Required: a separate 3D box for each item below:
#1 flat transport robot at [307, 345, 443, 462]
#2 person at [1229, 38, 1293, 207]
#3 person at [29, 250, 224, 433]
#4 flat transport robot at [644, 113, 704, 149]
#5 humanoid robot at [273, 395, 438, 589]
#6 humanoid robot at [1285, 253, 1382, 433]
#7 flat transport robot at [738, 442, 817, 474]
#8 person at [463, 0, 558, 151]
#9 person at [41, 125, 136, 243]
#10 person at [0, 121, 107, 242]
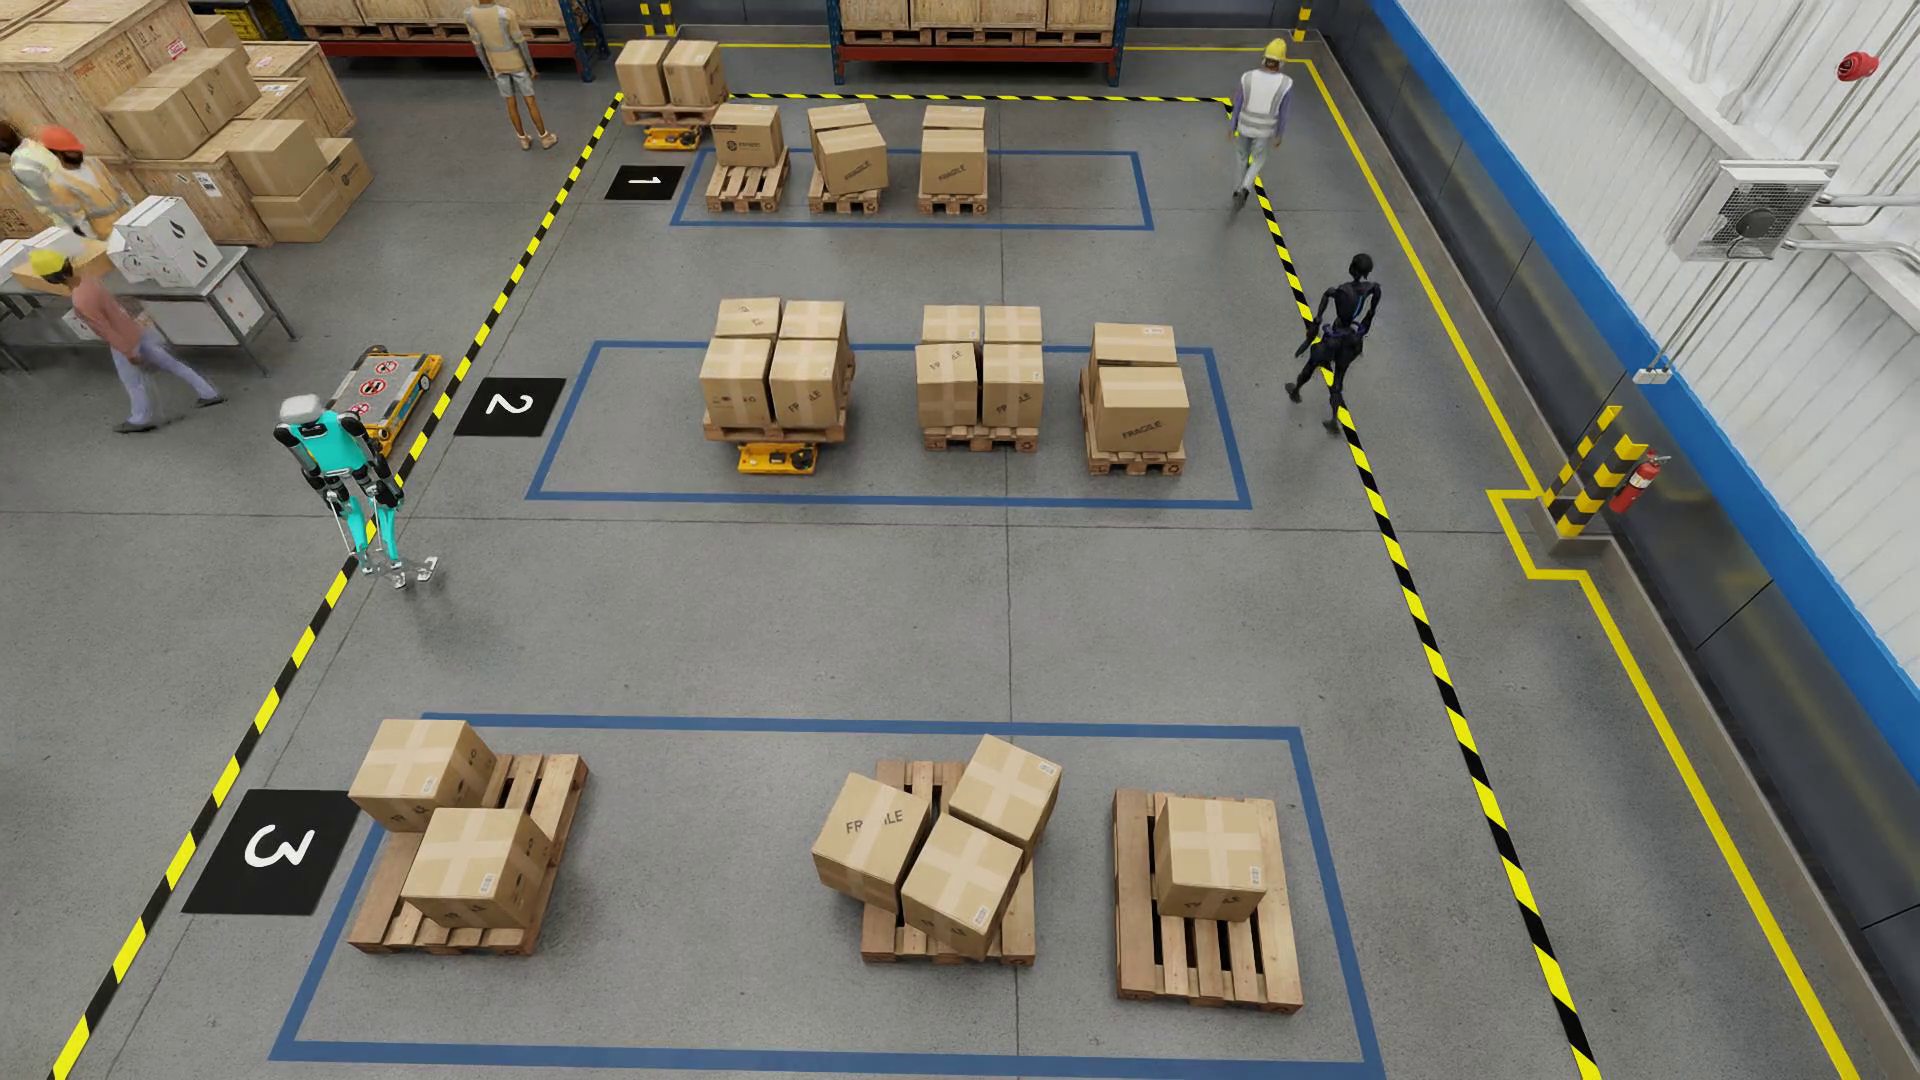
[{"bbox_3d":[-5.383,-1.269,8.441,0.659,0.231,1.431,1,50,1],"label":"flat transport robot"},{"bbox_3d":[3.315,-4.612,10.260,0.619,1.809,0.563,21,53,17],"label":"person"},{"bbox_3d":[-7.274,-1.698,7.849,0.882,1.724,0.551,-20,53,-16],"label":"person"},{"bbox_3d":[-3.680,-5.572,12.064,0.652,0.197,1.431,1,50,1],"label":"flat transport robot"},{"bbox_3d":[-4.274,-0.202,6.490,0.533,1.673,0.735,-11,51,-9],"label":"humanoid robot"},{"bbox_3d":[3.266,-1.716,7.927,0.589,1.628,0.780,-8,50,-7],"label":"humanoid robot"},{"bbox_3d":[-1.584,-1.174,8.342,0.652,0.197,1.431,1,50,1],"label":"flat transport robot"},{"bbox_3d":[-5.448,-5.746,11.065,0.613,2.047,0.357,-3,50,-2],"label":"person"},{"bbox_3d":[-8.241,-3.067,8.897,0.809,1.908,0.558,7,50,6],"label":"person"},{"bbox_3d":[-8.835,-3.340,9.195,0.915,1.801,0.632,-14,51,-12],"label":"person"}]
